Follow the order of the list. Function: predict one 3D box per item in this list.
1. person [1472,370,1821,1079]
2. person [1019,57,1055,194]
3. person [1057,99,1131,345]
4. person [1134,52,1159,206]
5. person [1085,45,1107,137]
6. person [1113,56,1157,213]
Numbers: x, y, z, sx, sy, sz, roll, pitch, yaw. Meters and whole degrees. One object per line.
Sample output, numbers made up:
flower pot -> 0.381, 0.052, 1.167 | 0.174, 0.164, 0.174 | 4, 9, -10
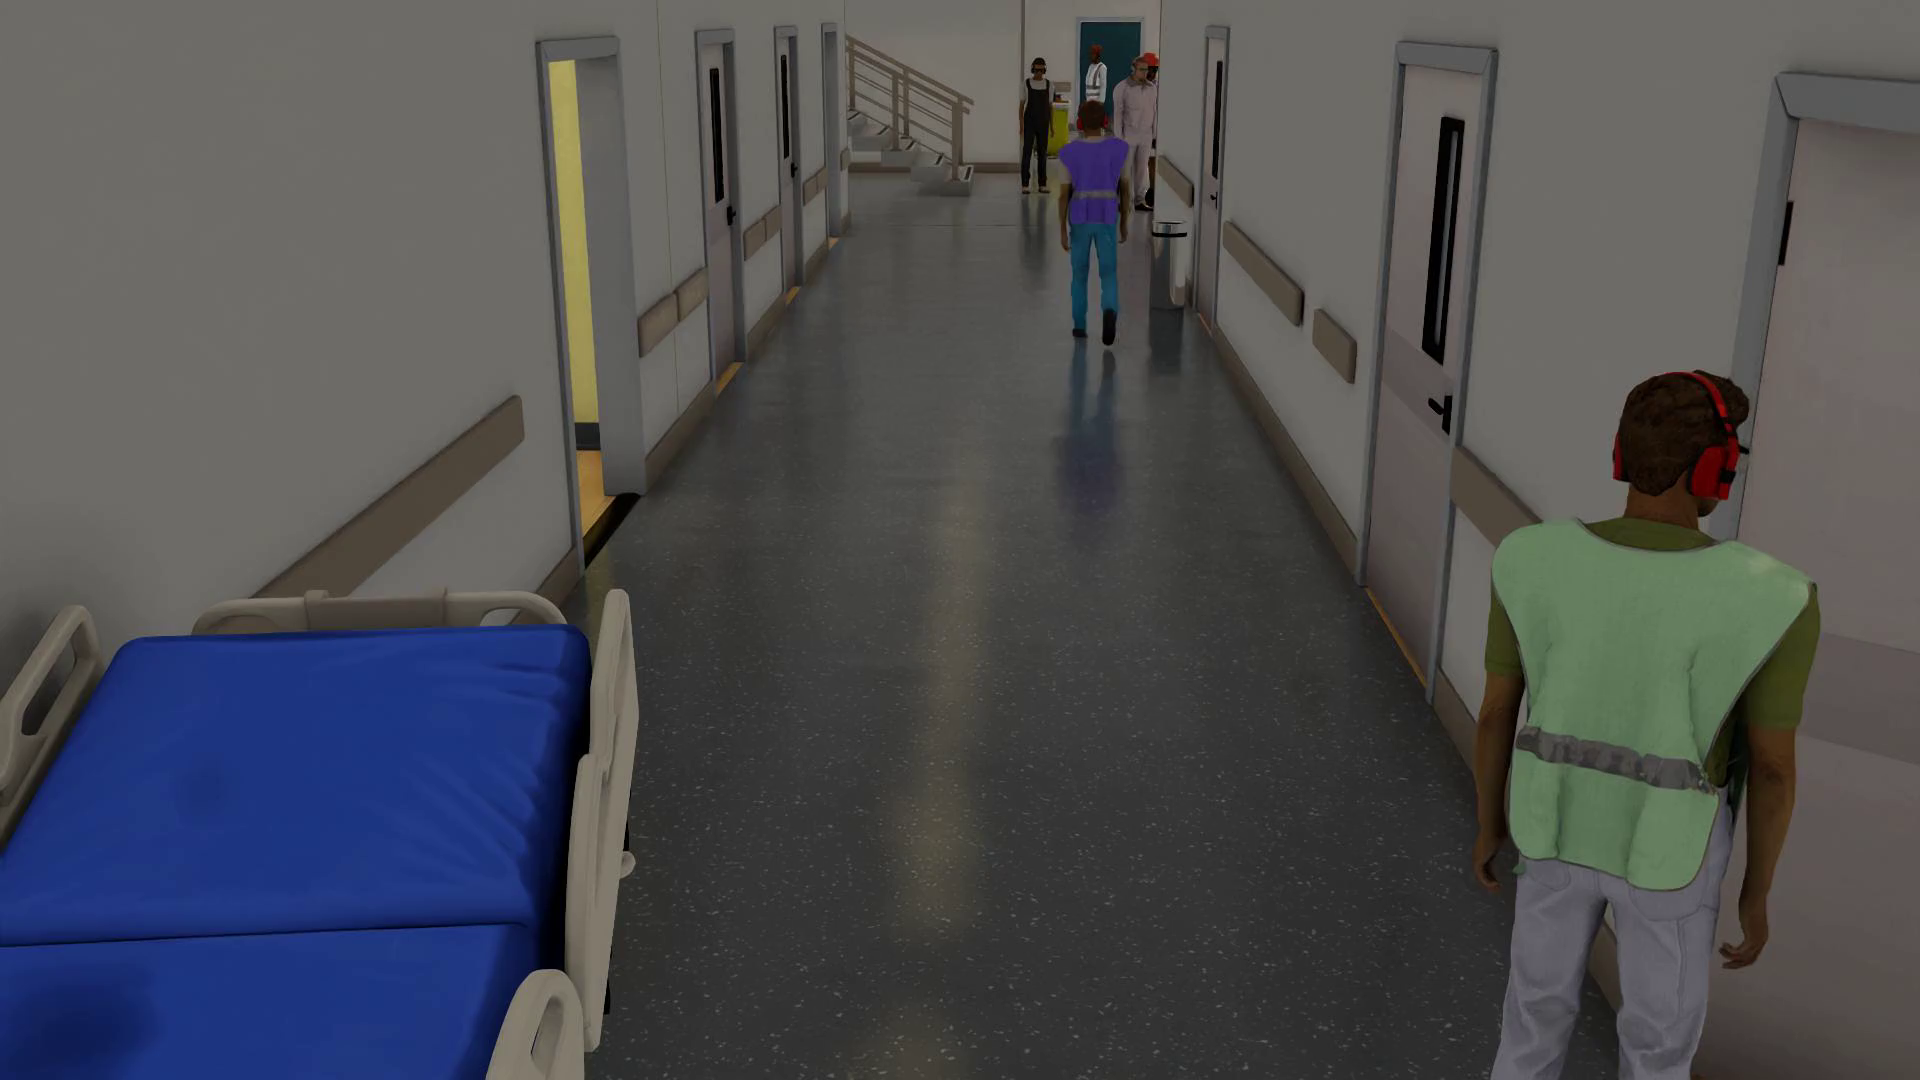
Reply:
person -> 1.236, 0.598, 3.145 | 0.564, 1.838, 0.389 | 12, 21, 33
person -> 1.062, -5.726, 23.015 | 0.504, 1.839, 0.345 | -4, 18, -12
person -> 1.012, -2.389, 12.562 | 0.570, 1.825, 0.777 | -1, 18, -3
person -> 2.450, -5.298, 21.510 | 0.377, 1.938, 0.547 | 0, 18, 2
person -> 2.342, -7.628, 28.925 | 0.355, 1.883, 0.576 | -7, 19, -21
person -> 2.221, -5.080, 20.879 | 0.638, 1.907, 0.408 | -10, 20, -28
